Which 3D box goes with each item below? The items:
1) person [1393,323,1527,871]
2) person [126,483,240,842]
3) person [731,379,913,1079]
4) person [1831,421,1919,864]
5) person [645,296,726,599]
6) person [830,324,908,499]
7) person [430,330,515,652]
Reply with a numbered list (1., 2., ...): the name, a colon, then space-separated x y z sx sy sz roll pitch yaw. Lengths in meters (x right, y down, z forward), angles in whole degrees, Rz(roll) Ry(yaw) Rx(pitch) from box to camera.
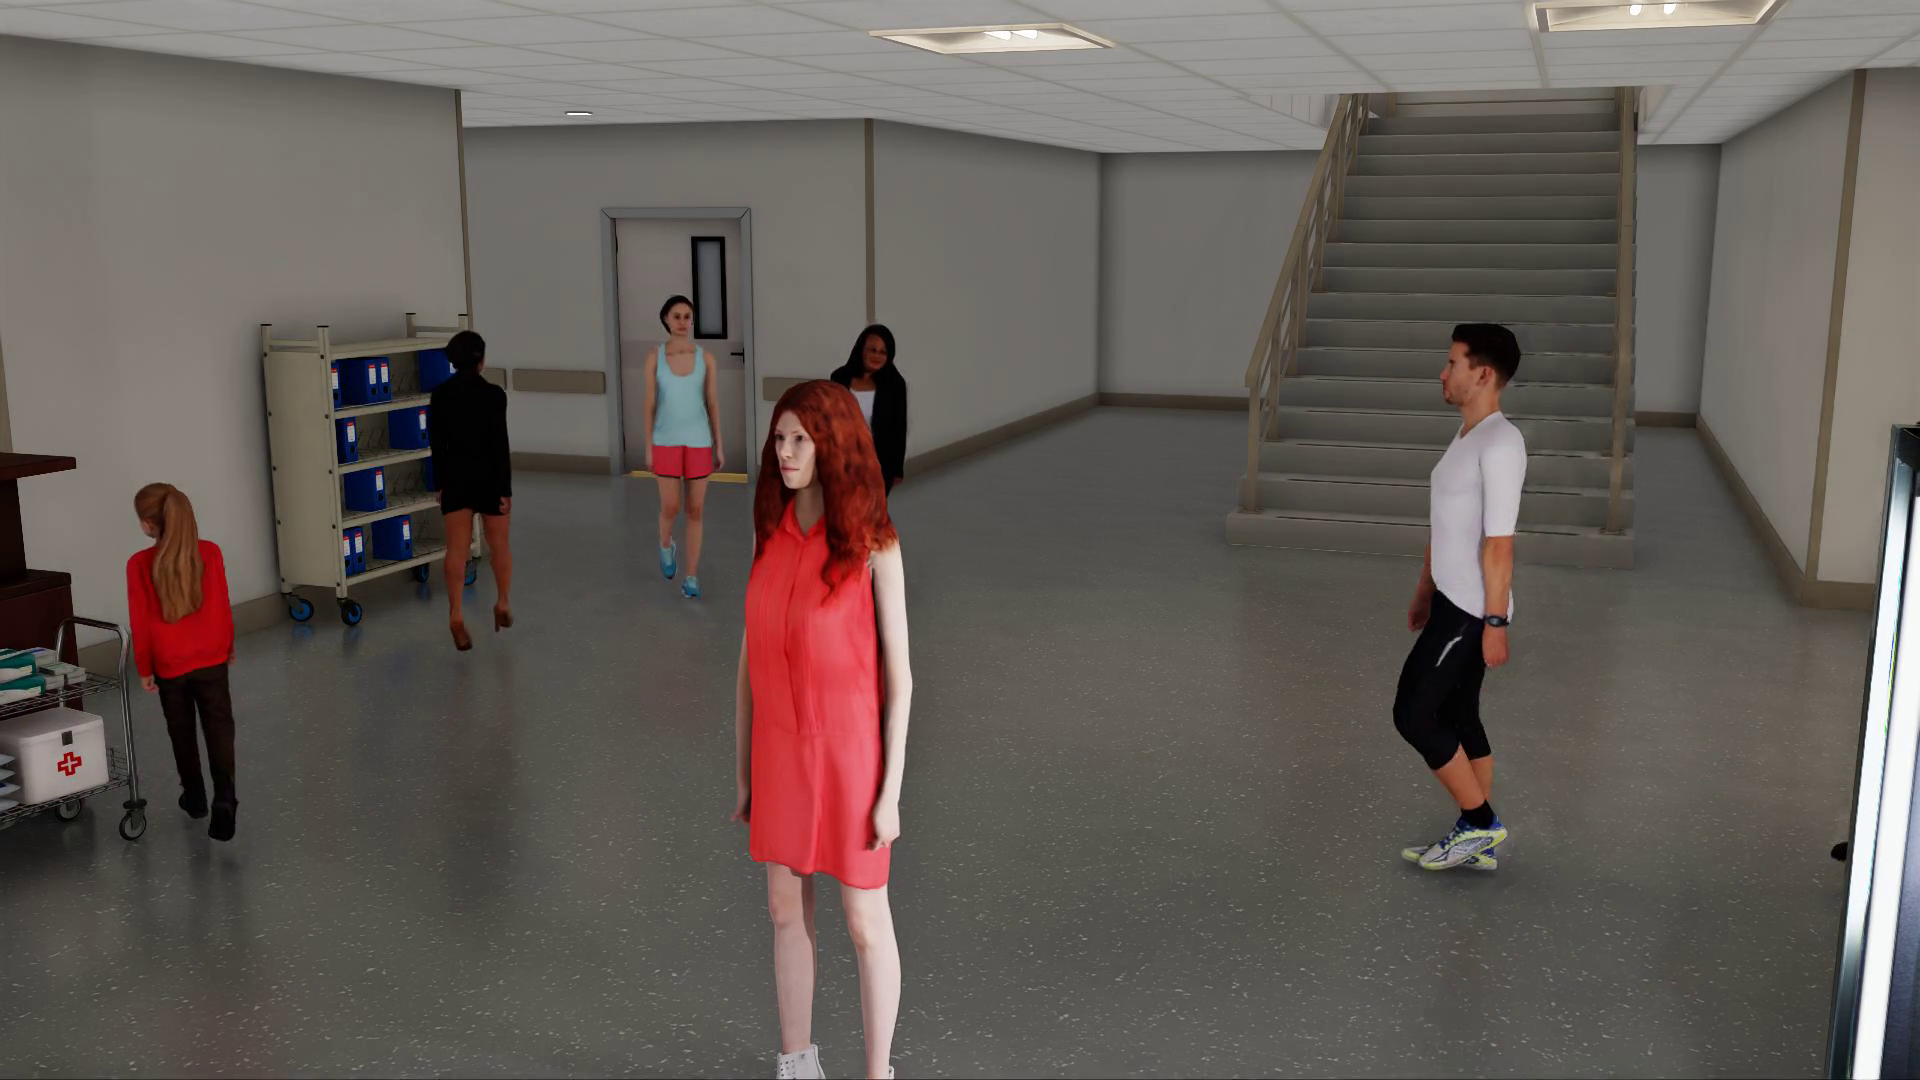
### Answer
1. person: 1.760 0.218 5.497 0.775 1.838 0.618 2 11 9
2. person: -2.702 0.447 5.858 0.879 1.253 0.893 -6 12 -29
3. person: -0.309 0.542 3.815 0.634 1.828 0.568 7 13 31
4. person: 3.414 0.236 5.510 1.201 1.796 1.253 -2 11 -12
5. person: -1.637 -0.540 9.706 0.810 1.758 0.881 -4 11 -19
6. person: -0.545 -0.461 9.728 0.748 1.593 0.772 2 11 9
7. person: -2.470 -0.208 8.383 0.839 1.598 1.089 0 11 -2
